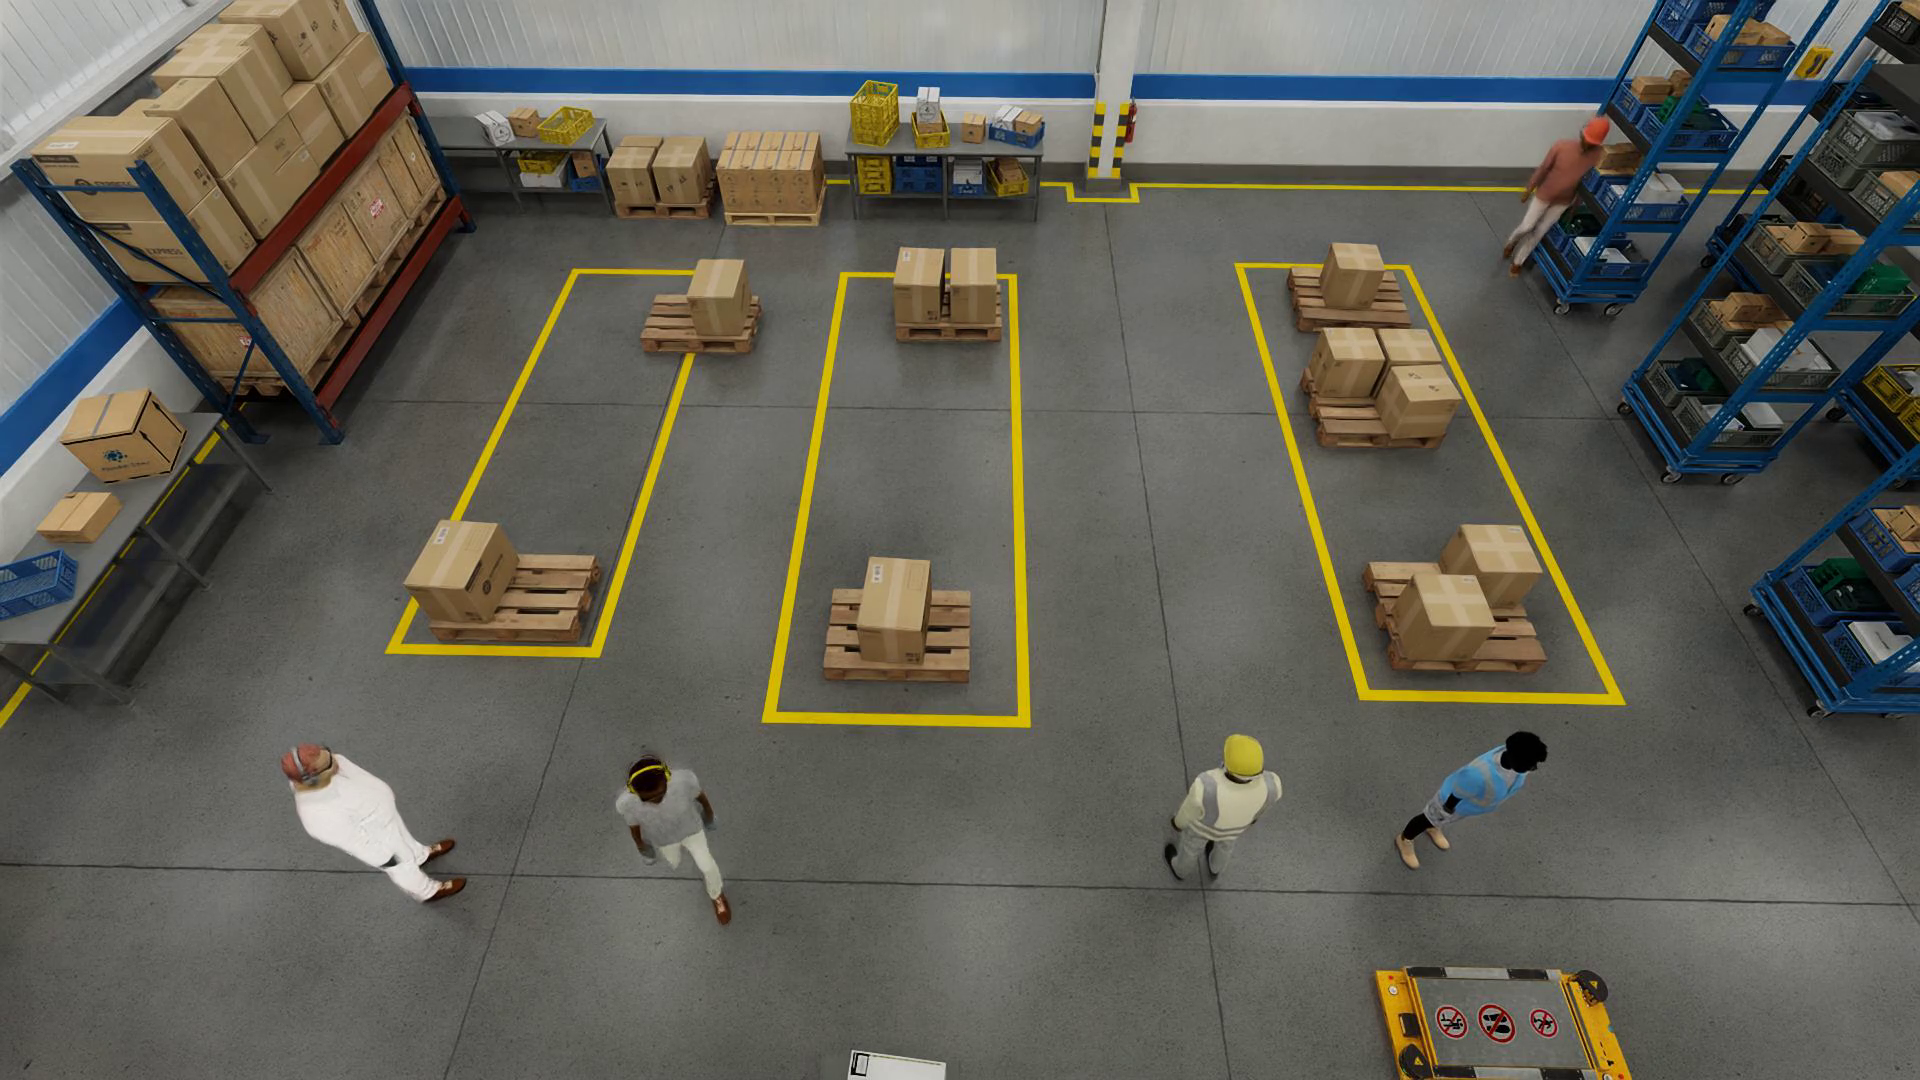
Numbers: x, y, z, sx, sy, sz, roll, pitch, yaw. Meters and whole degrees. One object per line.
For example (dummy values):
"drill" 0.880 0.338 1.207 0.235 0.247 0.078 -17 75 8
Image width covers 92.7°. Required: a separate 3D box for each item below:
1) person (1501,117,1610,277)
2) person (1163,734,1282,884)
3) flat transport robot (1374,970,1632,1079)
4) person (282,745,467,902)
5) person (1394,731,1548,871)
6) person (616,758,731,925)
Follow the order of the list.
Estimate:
"person" 6.883 -3.968 10.615 0.617 1.966 0.517 15 52 12
"person" 1.688 1.790 6.011 0.600 1.827 0.404 -5 51 -4
"flat transport robot" 3.501 3.133 5.914 1.431 0.197 0.652 1 51 1
"person" -3.790 1.829 5.937 0.402 1.899 0.631 -25 55 -19
"person" 3.422 1.717 6.152 0.536 1.699 0.321 -20 54 -15
"person" -1.856 1.850 5.952 0.525 1.847 0.791 -17 53 -14
